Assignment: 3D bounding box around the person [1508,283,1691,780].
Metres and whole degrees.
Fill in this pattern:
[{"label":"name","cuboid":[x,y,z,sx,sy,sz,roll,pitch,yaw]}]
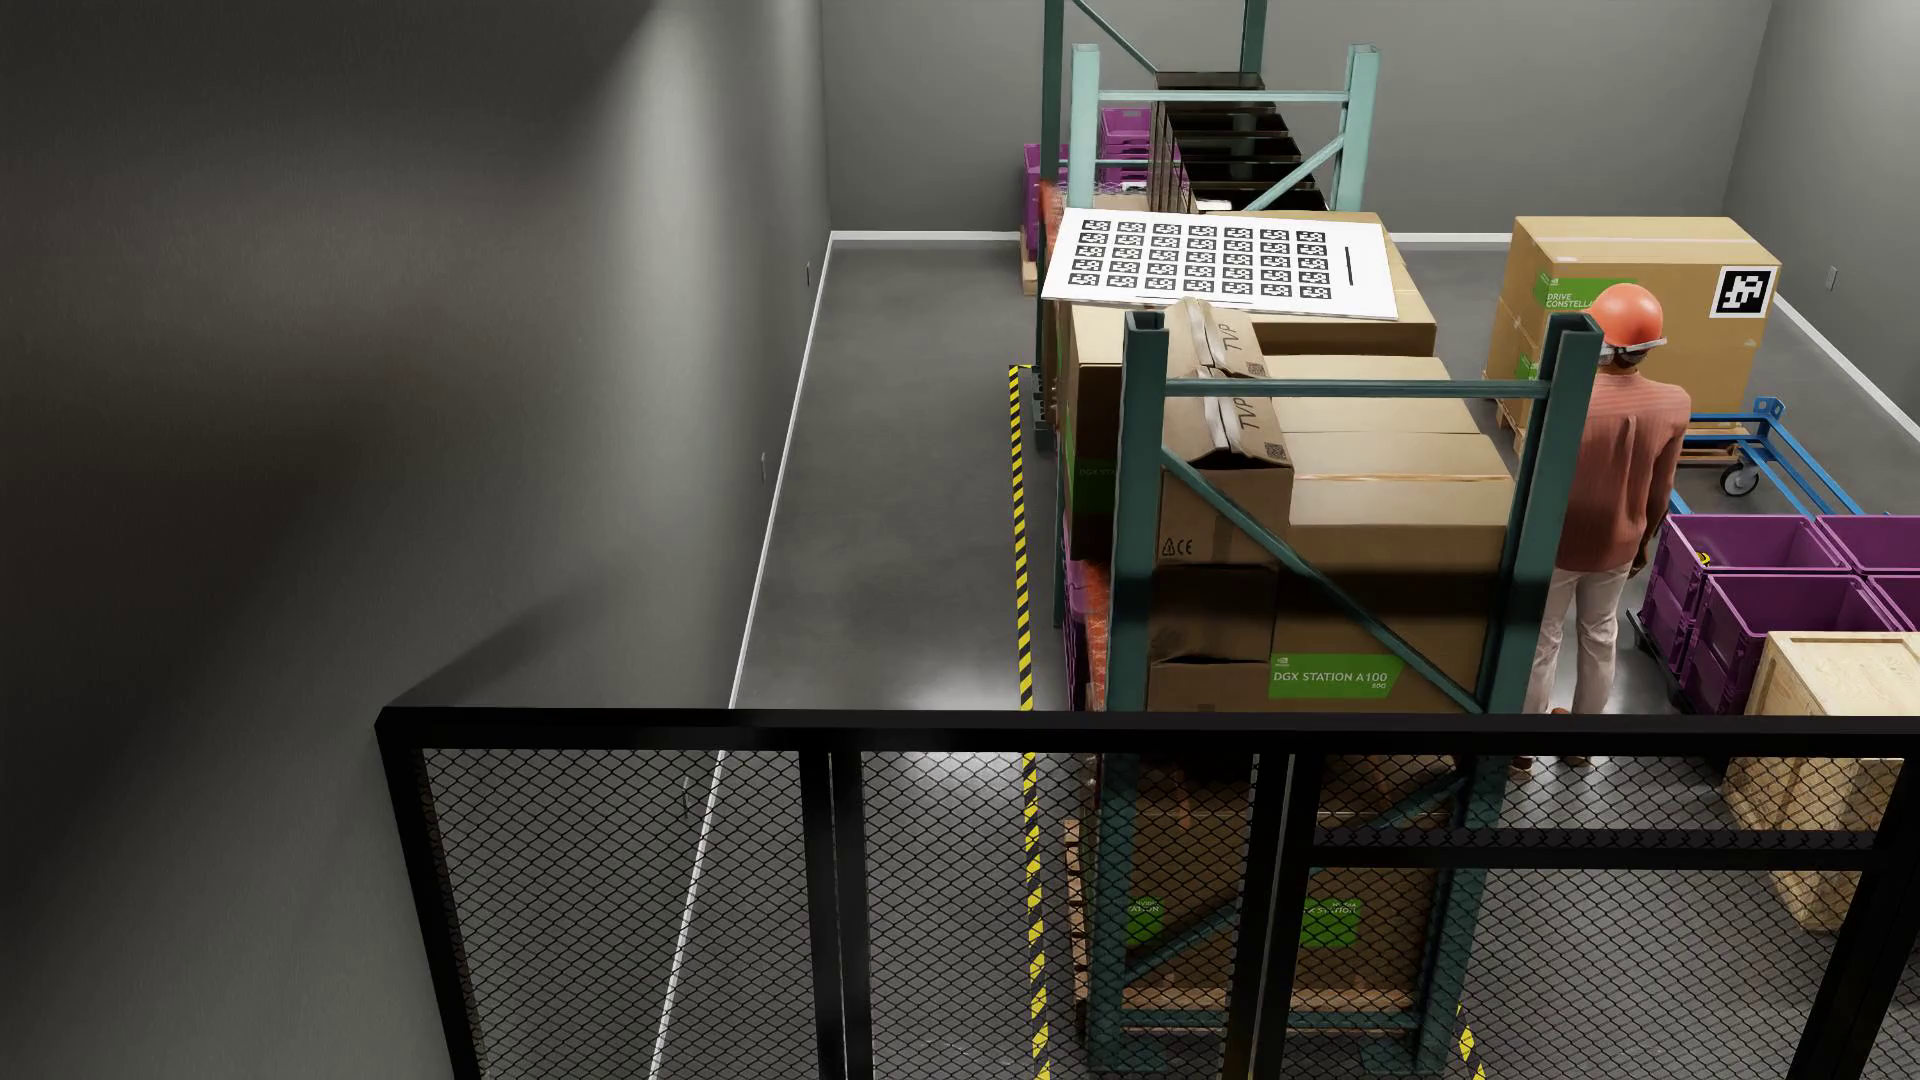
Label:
[{"label":"person","cuboid":[2.298,-0.003,6.163,0.622,1.995,0.383,-7,32,-12]}]
